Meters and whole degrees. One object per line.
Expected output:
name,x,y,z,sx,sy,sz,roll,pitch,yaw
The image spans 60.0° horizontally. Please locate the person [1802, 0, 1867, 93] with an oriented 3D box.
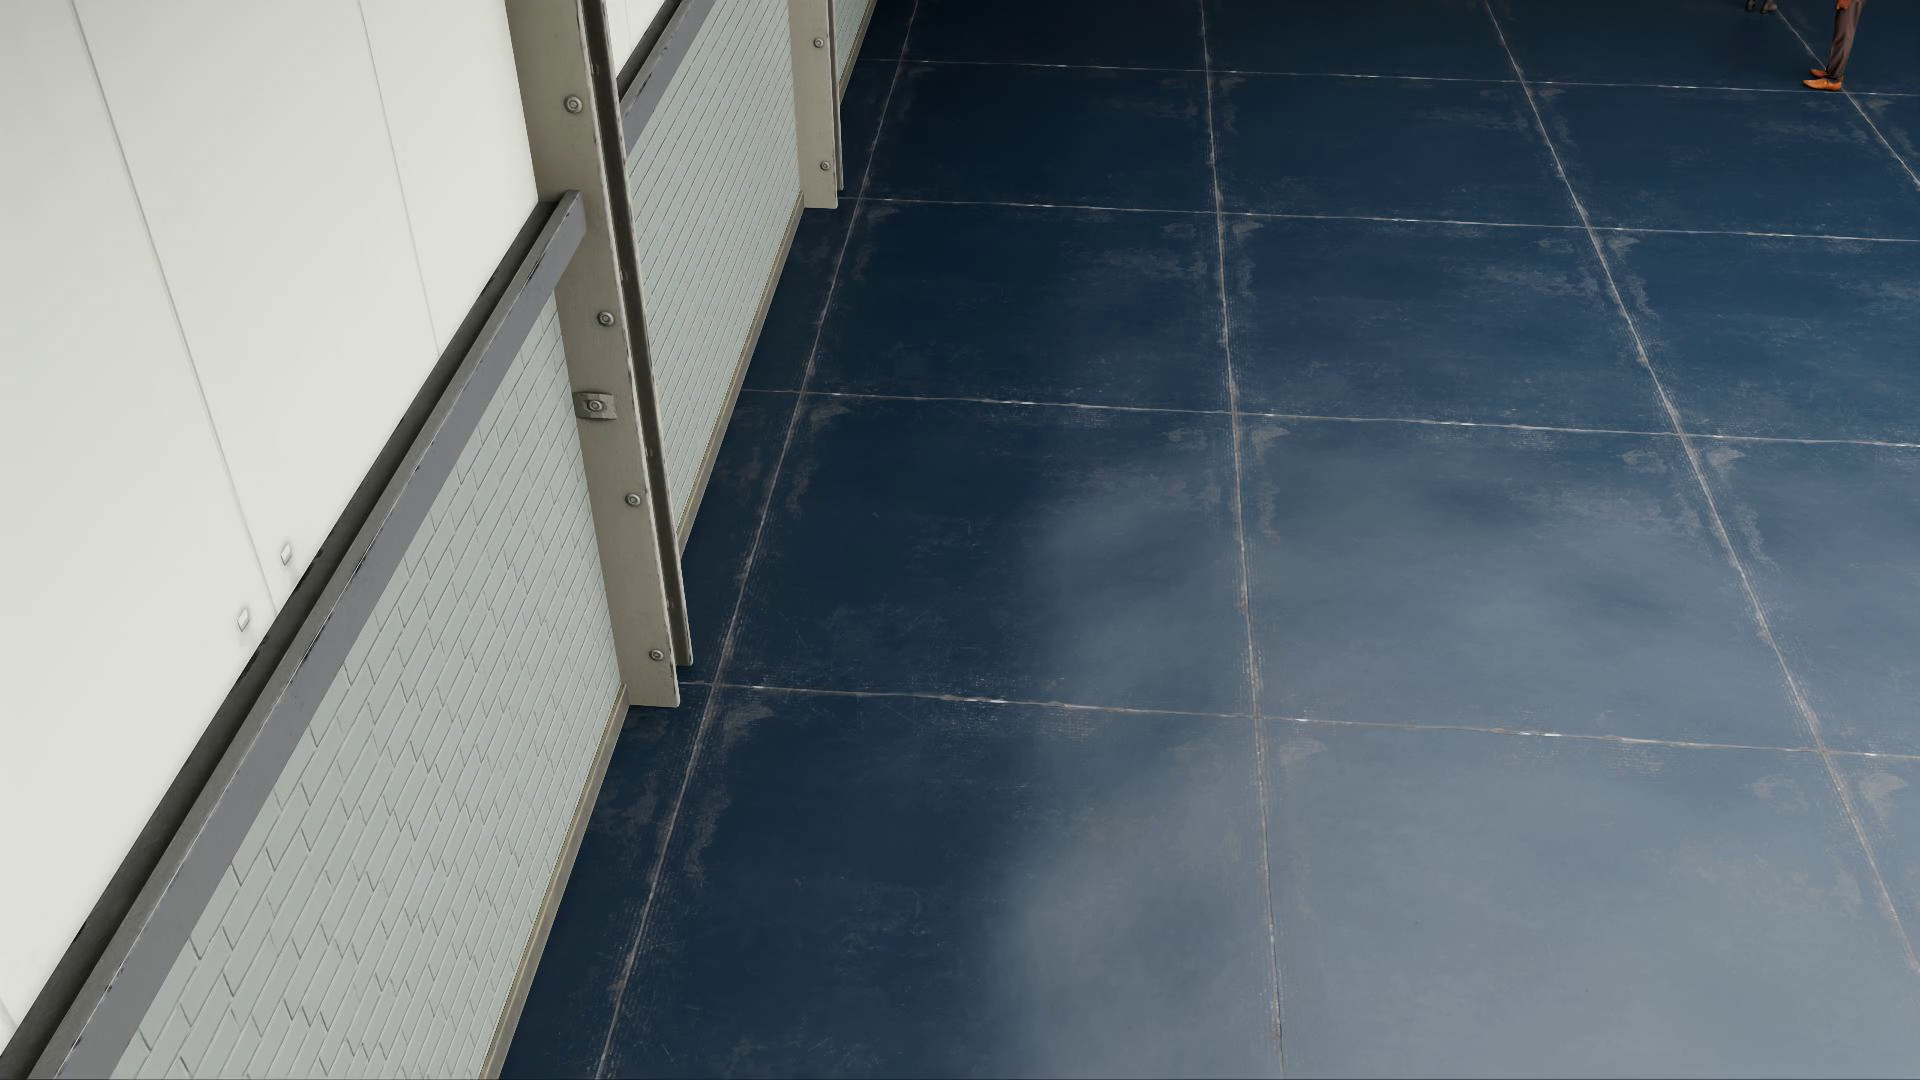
person,8.261,-5.100,15.285,0.847,1.908,0.717,21,43,25
